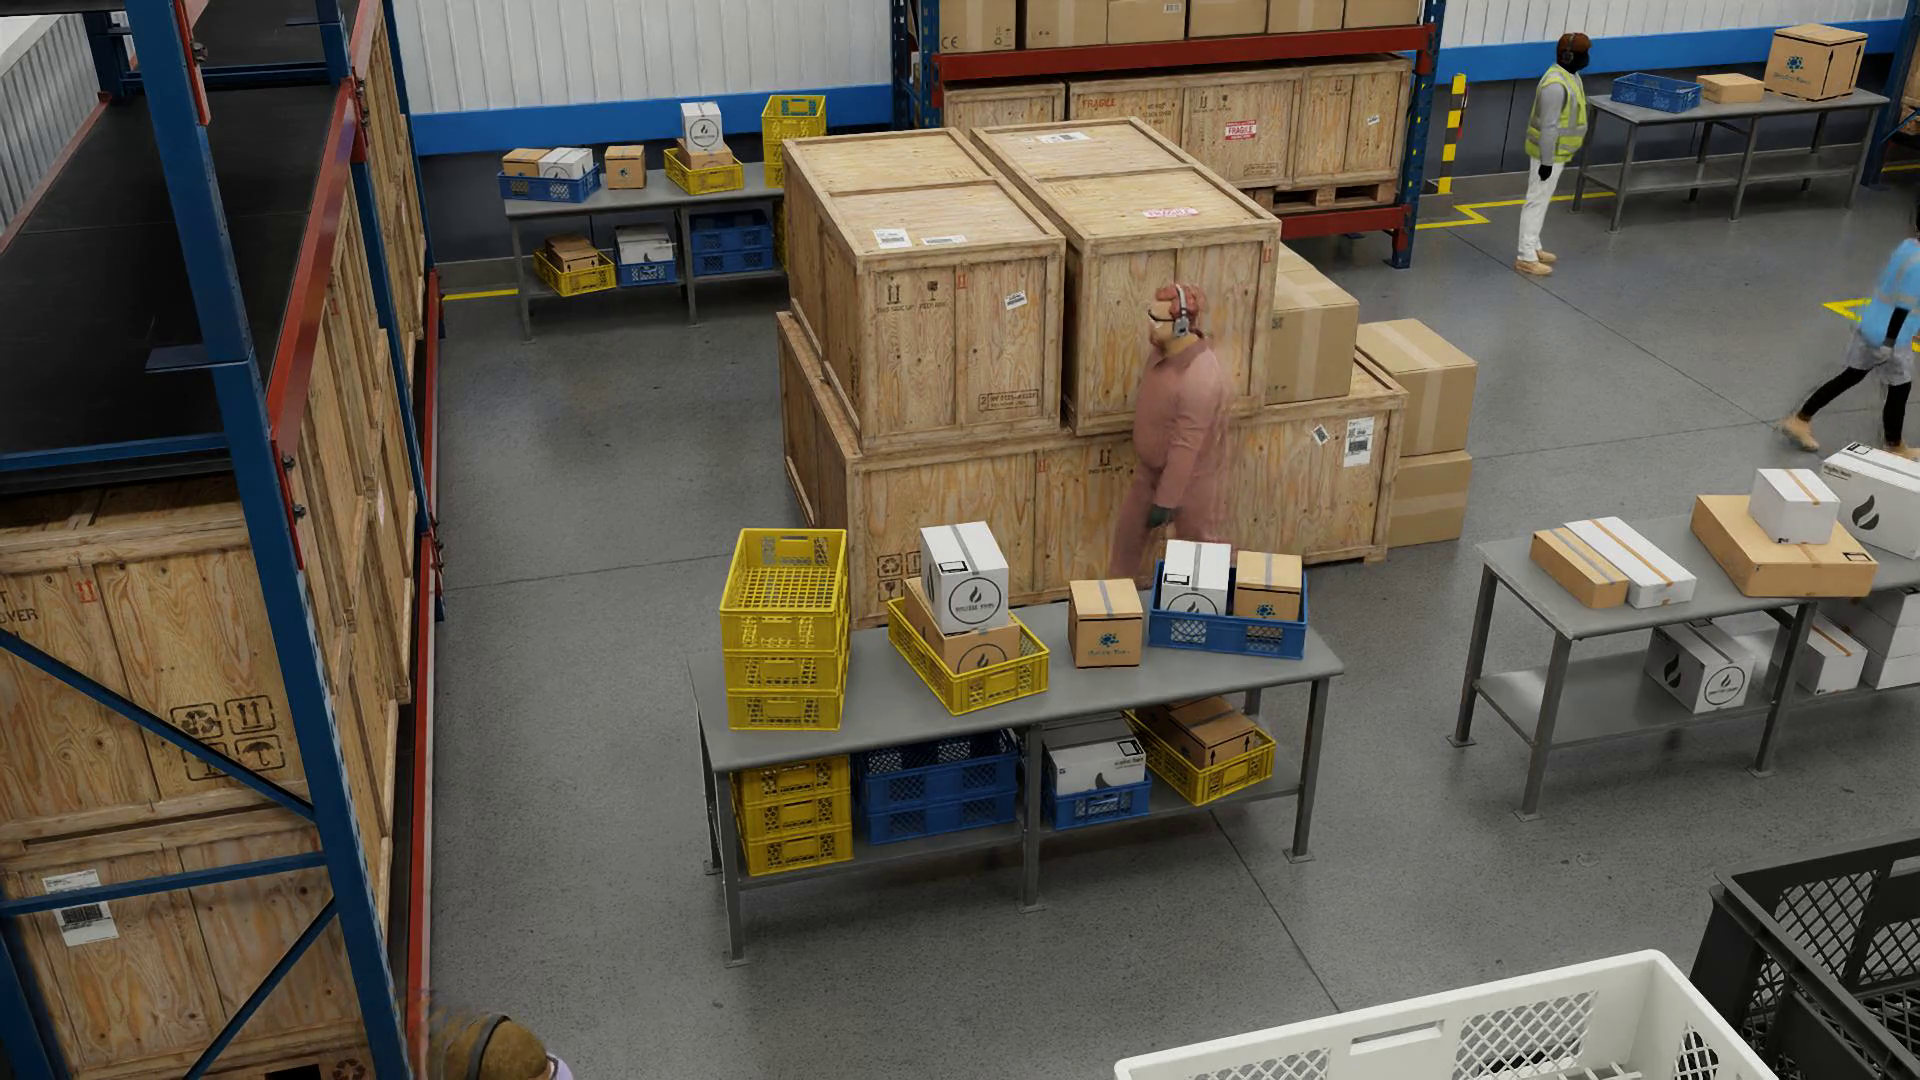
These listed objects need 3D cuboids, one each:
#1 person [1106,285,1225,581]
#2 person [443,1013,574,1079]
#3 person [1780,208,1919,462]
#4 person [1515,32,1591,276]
[{"bbox_3d":[0.918,-0.311,8.000,0.901,1.874,0.650,-8,30,-14],"label":"person"},{"bbox_3d":[-0.970,1.881,4.003,0.996,1.890,0.653,7,30,12],"label":"person"},{"bbox_3d":[5.499,-1.254,9.933,0.802,1.659,0.534,6,29,11],"label":"person"},{"bbox_3d":[4.614,-3.009,12.933,0.430,1.845,0.624,13,32,23],"label":"person"}]
